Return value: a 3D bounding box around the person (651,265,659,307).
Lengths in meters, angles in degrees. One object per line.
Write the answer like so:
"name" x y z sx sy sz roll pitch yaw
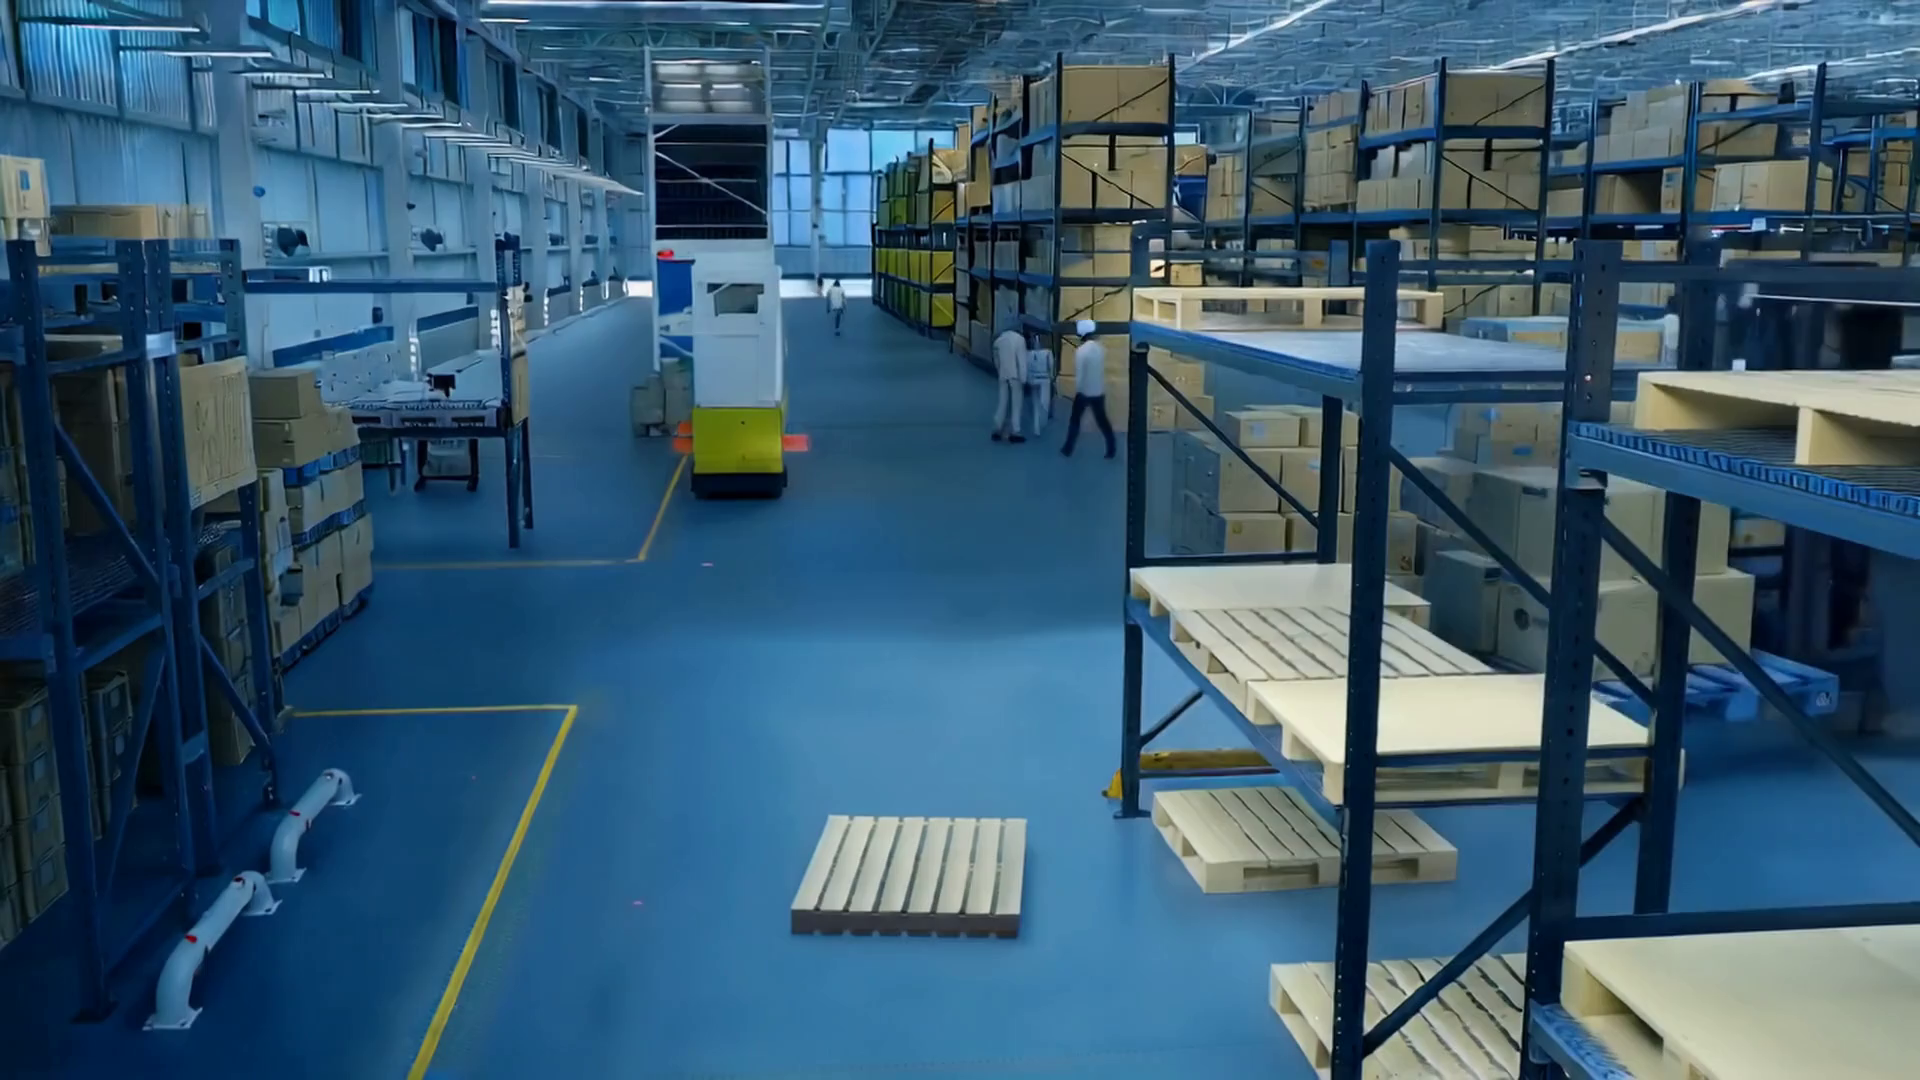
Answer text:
"person" -13.913 -11.632 76.041 0.390 1.925 0.586 8 13 36

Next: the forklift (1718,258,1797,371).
"forklift" 8.995 -1.813 18.978 1.873 2.768 1.129 -1 10 -7

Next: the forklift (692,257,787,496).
"forklift" -2.694 -2.025 20.154 1.129 2.768 1.873 -1 10 -6

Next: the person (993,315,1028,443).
"person" 0.735 -2.394 24.936 0.503 1.932 0.656 -10 14 -43

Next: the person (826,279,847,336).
"person" -3.926 -7.350 52.665 0.632 1.805 0.931 2 10 9

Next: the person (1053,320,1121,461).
"person" 1.800 -2.047 22.897 1.038 1.944 0.648 8 13 39

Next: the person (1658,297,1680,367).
"person" 13.496 -3.627 31.600 0.628 1.948 0.455 -2 10 -11

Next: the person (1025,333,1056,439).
"person" 1.190 -2.391 25.648 0.539 1.623 0.520 -4 11 -22

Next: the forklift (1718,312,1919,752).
"forklift" 5.829 -0.243 10.282 1.873 2.768 1.129 -3 11 -14
